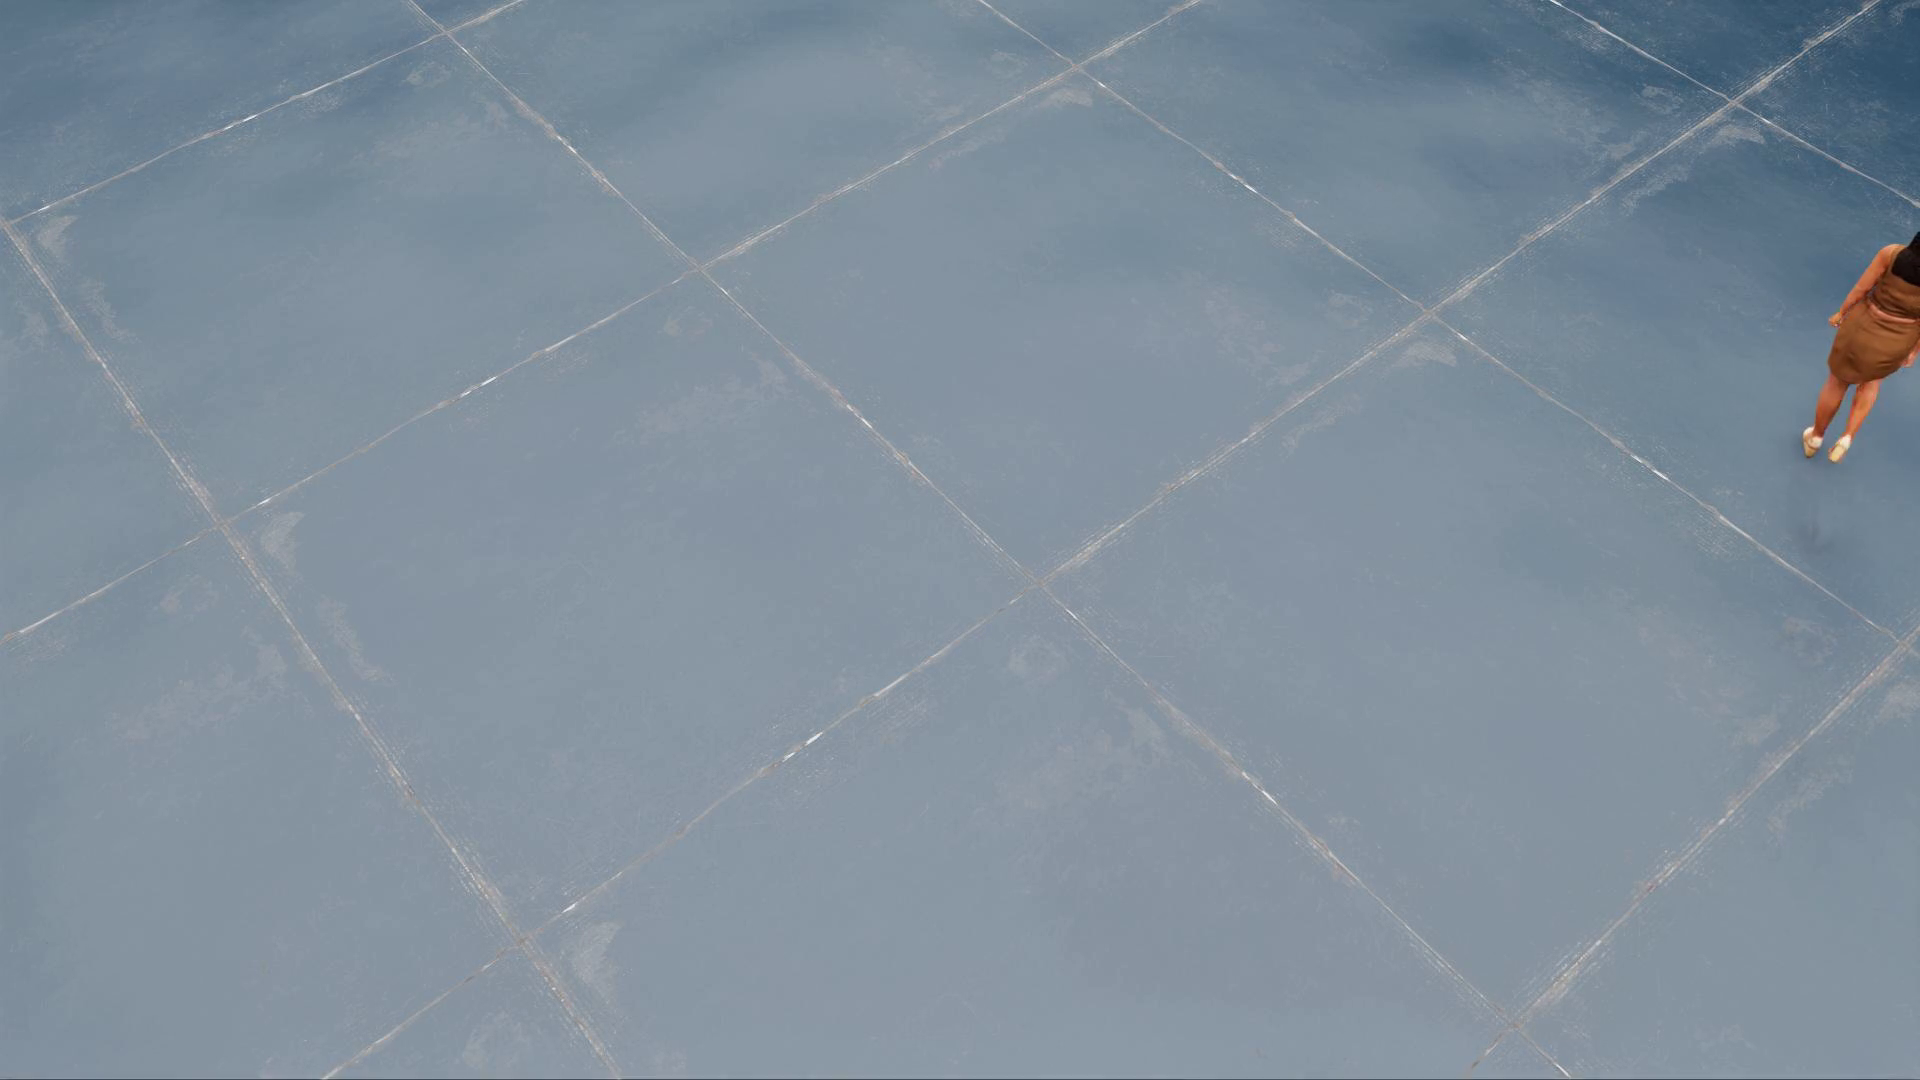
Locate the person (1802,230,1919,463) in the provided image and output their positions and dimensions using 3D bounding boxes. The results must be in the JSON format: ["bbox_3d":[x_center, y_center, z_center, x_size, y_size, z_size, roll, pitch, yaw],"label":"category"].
[{"bbox_3d":[4.527,-0.949,8.216,0.729,1.678,0.800,15,54,11],"label":"person"}]
